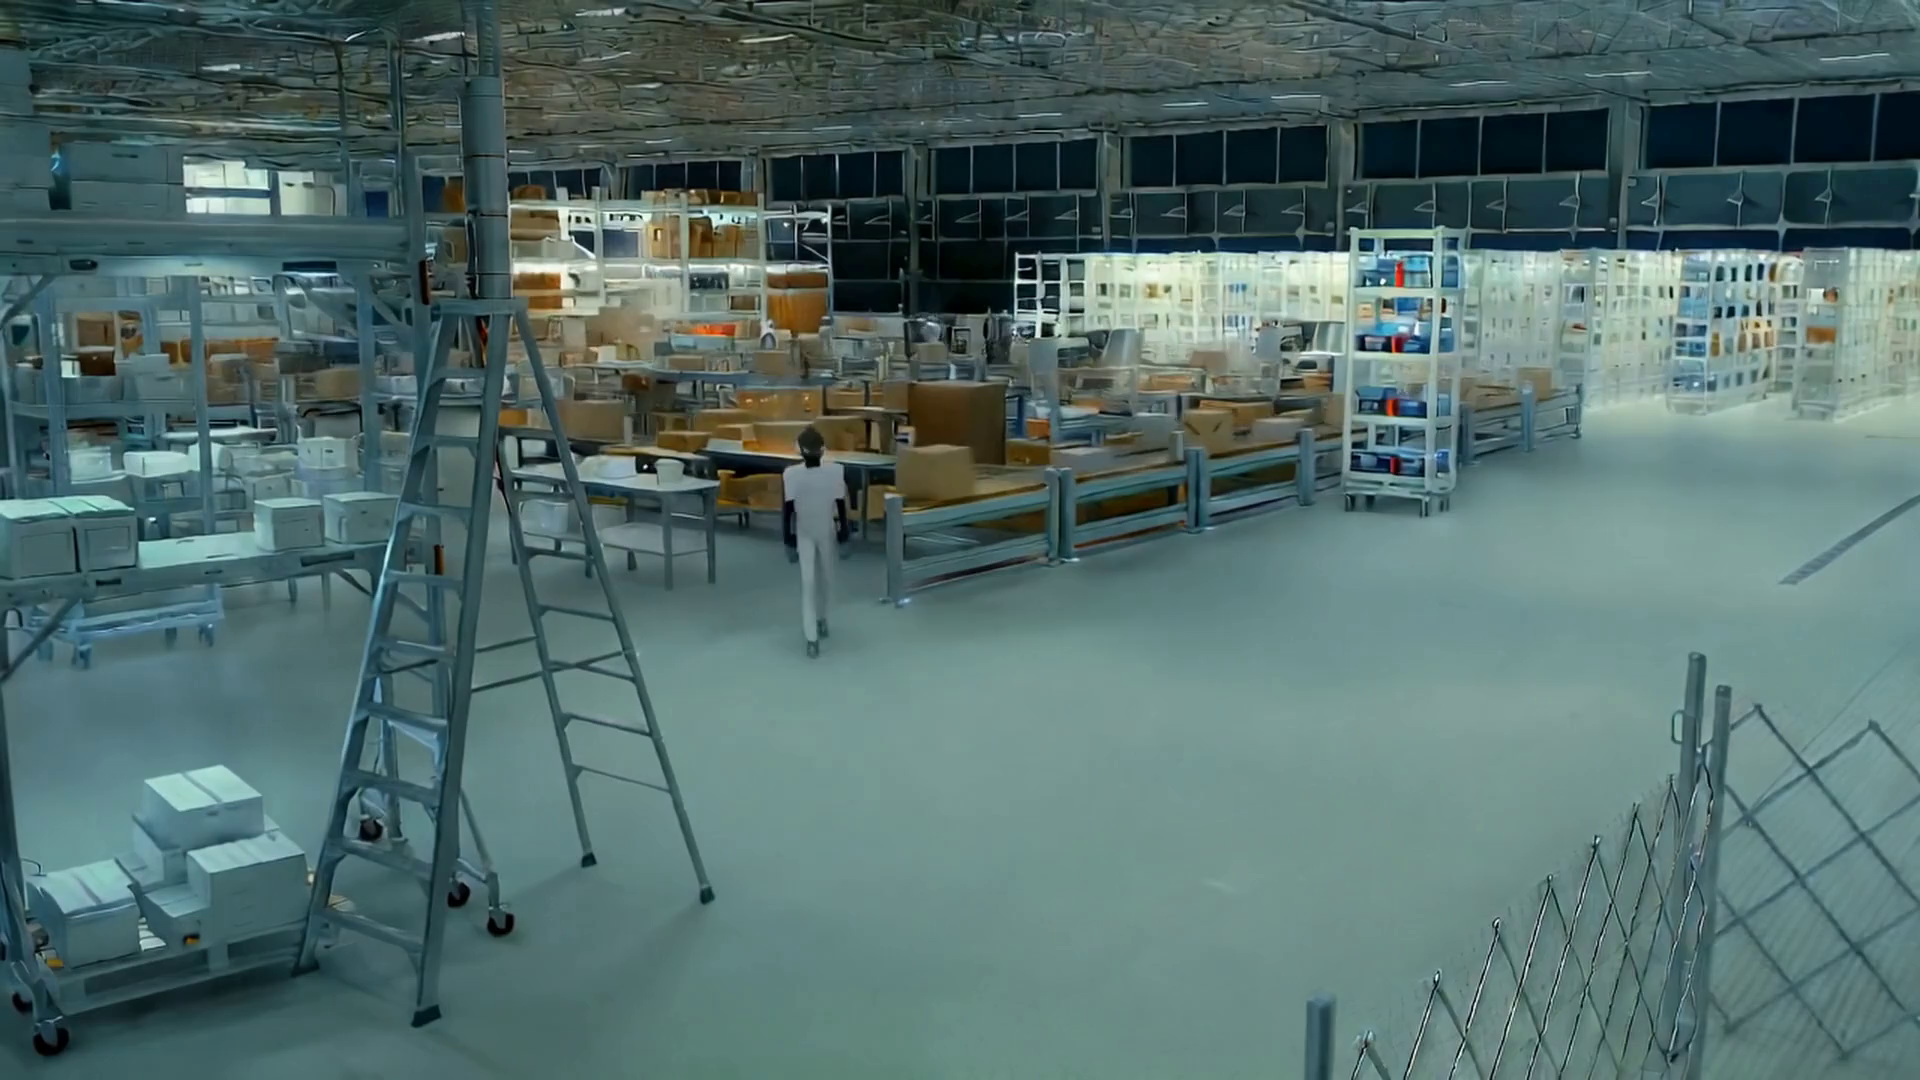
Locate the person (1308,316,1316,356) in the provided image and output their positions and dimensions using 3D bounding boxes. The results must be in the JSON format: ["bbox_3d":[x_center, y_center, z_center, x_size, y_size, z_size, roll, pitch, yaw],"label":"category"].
[{"bbox_3d":[10.809,-6.067,51.241,0.591,1.815,0.640,5,10,30],"label":"person"}]

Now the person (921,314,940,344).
[{"bbox_3d":[-0.898,-6.016,50.976,0.573,1.789,0.979,-1,9,-8],"label":"person"}]

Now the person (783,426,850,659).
[{"bbox_3d":[-1.165,-0.024,13.461,0.520,1.836,0.957,-2,9,-10],"label":"person"}]

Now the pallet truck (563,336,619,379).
[{"bbox_3d":[-10.690,-5.294,48.215,1.601,1.201,0.680,-5,10,-26],"label":"pallet truck"}]

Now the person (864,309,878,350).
[{"bbox_3d":[-3.367,-7.846,62.645,0.591,1.703,0.891,-2,9,-9],"label":"person"}]

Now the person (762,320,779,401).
[{"bbox_3d":[-4.476,-4.228,39.316,0.399,1.945,0.615,2,9,10],"label":"person"}]

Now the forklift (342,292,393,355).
[{"bbox_3d":[-16.485,-5.622,45.120,1.129,2.768,1.873,7,11,37],"label":"forklift"}]

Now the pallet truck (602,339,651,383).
[{"bbox_3d":[-8.991,-4.871,45.351,0.653,1.274,1.630,7,11,37],"label":"pallet truck"}]

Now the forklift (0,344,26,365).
[{"bbox_3d":[-26.708,-5.662,45.369,1.873,2.768,1.129,2,9,10],"label":"forklift"}]

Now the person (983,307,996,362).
[{"bbox_3d":[0.978,-7.073,57.236,0.402,1.908,0.650,4,10,22],"label":"person"}]

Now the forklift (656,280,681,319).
[{"bbox_3d":[-9.950,-7.515,56.937,1.129,2.768,1.873,7,11,37],"label":"forklift"}]

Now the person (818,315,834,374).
[{"bbox_3d":[-3.820,-5.547,47.898,0.404,1.837,0.589,-9,13,-43],"label":"person"}]

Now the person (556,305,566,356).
[{"bbox_3d":[-14.619,-7.729,61.376,0.639,1.890,0.774,8,12,41],"label":"person"}]

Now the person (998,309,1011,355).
[{"bbox_3d":[1.663,-7.720,61.797,0.486,1.733,0.361,-4,10,-21],"label":"person"}]
